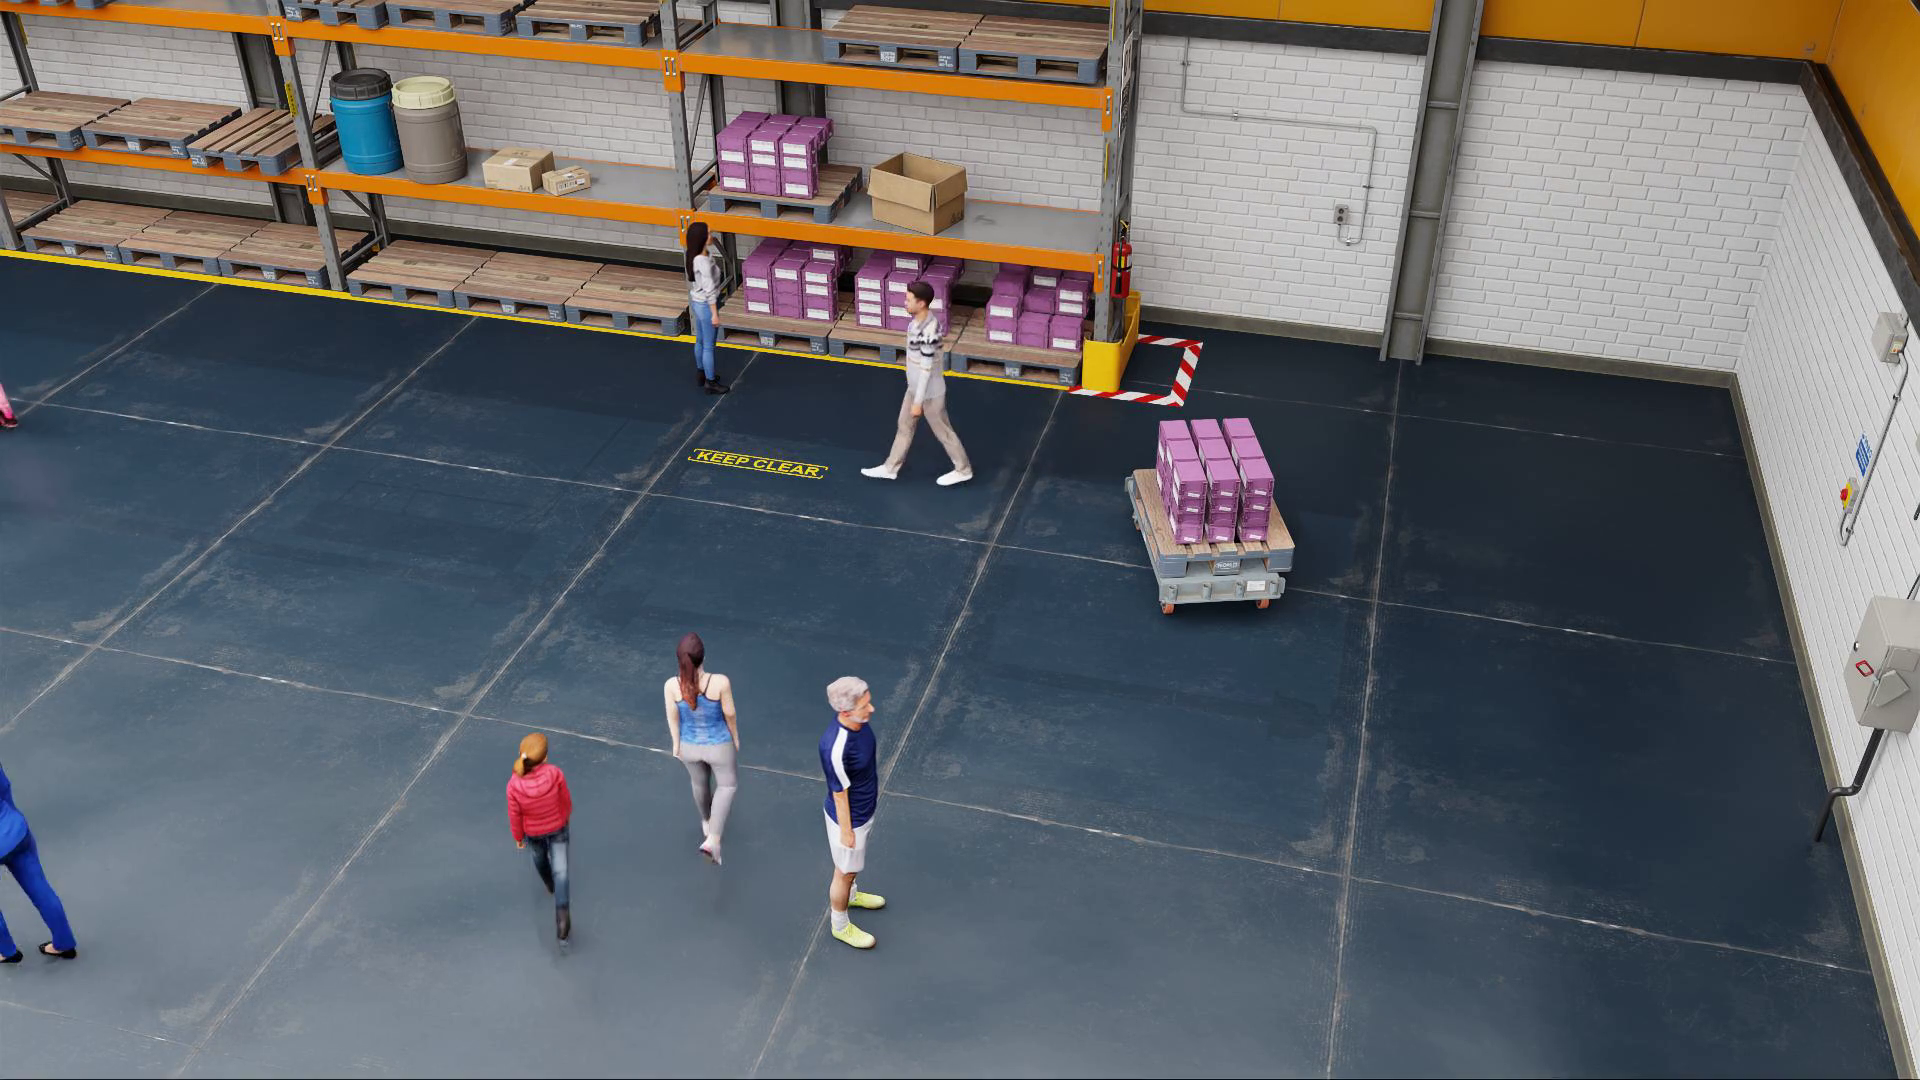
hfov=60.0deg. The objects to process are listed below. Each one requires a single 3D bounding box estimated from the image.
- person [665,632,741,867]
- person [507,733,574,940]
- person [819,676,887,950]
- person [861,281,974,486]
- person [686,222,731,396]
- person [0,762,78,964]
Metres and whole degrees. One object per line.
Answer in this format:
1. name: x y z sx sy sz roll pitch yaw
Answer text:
1. person: -1.526 1.268 9.969 0.880 1.597 0.730 2 34 2
2. person: -2.375 1.715 9.578 0.950 1.284 0.852 -8 34 -12
3. person: -0.617 1.496 9.410 0.563 1.836 0.654 5 34 7
4. person: -0.187 -1.224 13.523 1.276 1.813 1.013 -5 34 -7
5. person: -2.308 -2.101 15.005 0.713 1.633 0.674 -14 36 -21
6. person: -5.241 1.725 9.201 0.737 1.685 0.663 12 36 18
